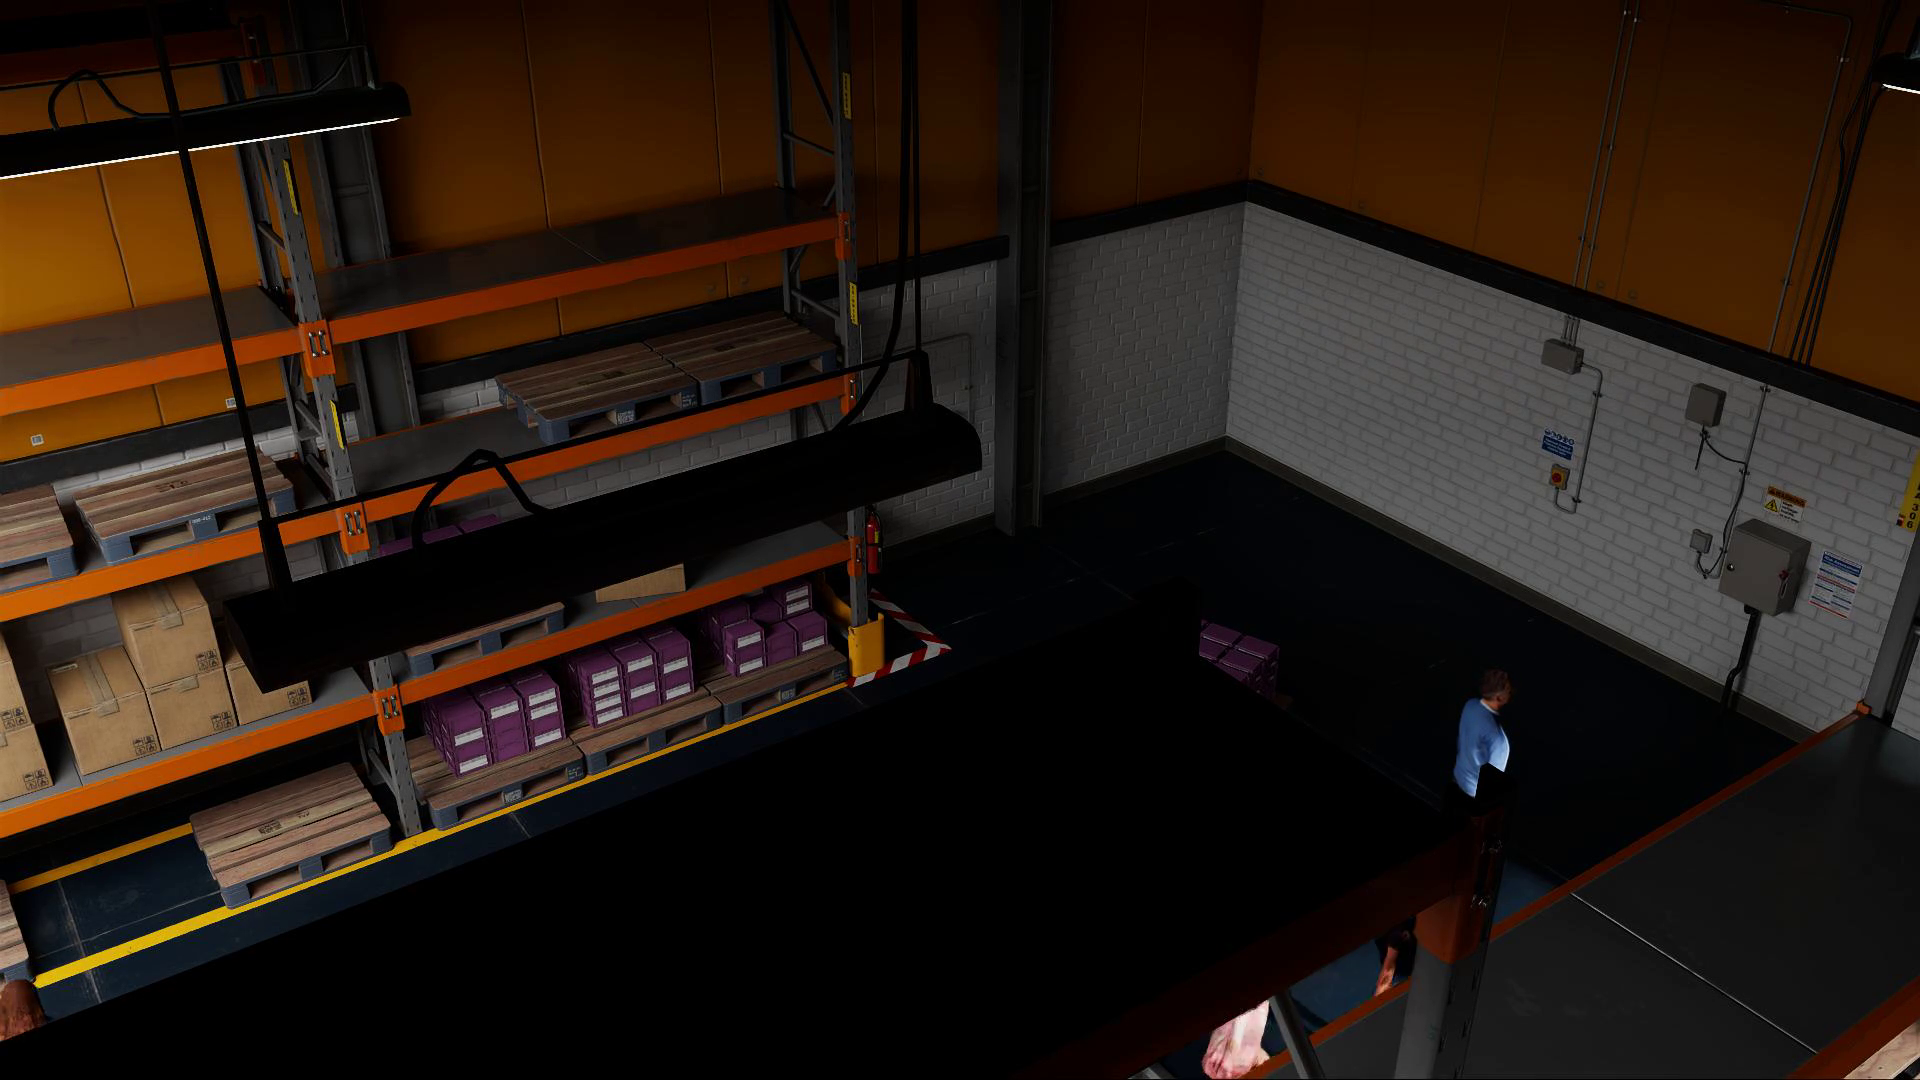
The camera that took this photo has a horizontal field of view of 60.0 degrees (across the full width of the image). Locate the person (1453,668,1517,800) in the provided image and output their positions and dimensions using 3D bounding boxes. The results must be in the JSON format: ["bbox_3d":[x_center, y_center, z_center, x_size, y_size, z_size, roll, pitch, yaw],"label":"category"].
[{"bbox_3d":[3.620,1.674,11.667,0.731,1.818,0.747,-4,29,-7],"label":"person"}]

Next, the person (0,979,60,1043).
[{"bbox_3d":[-5.203,3.131,9.350,0.910,1.477,1.028,8,30,14],"label":"person"}]
